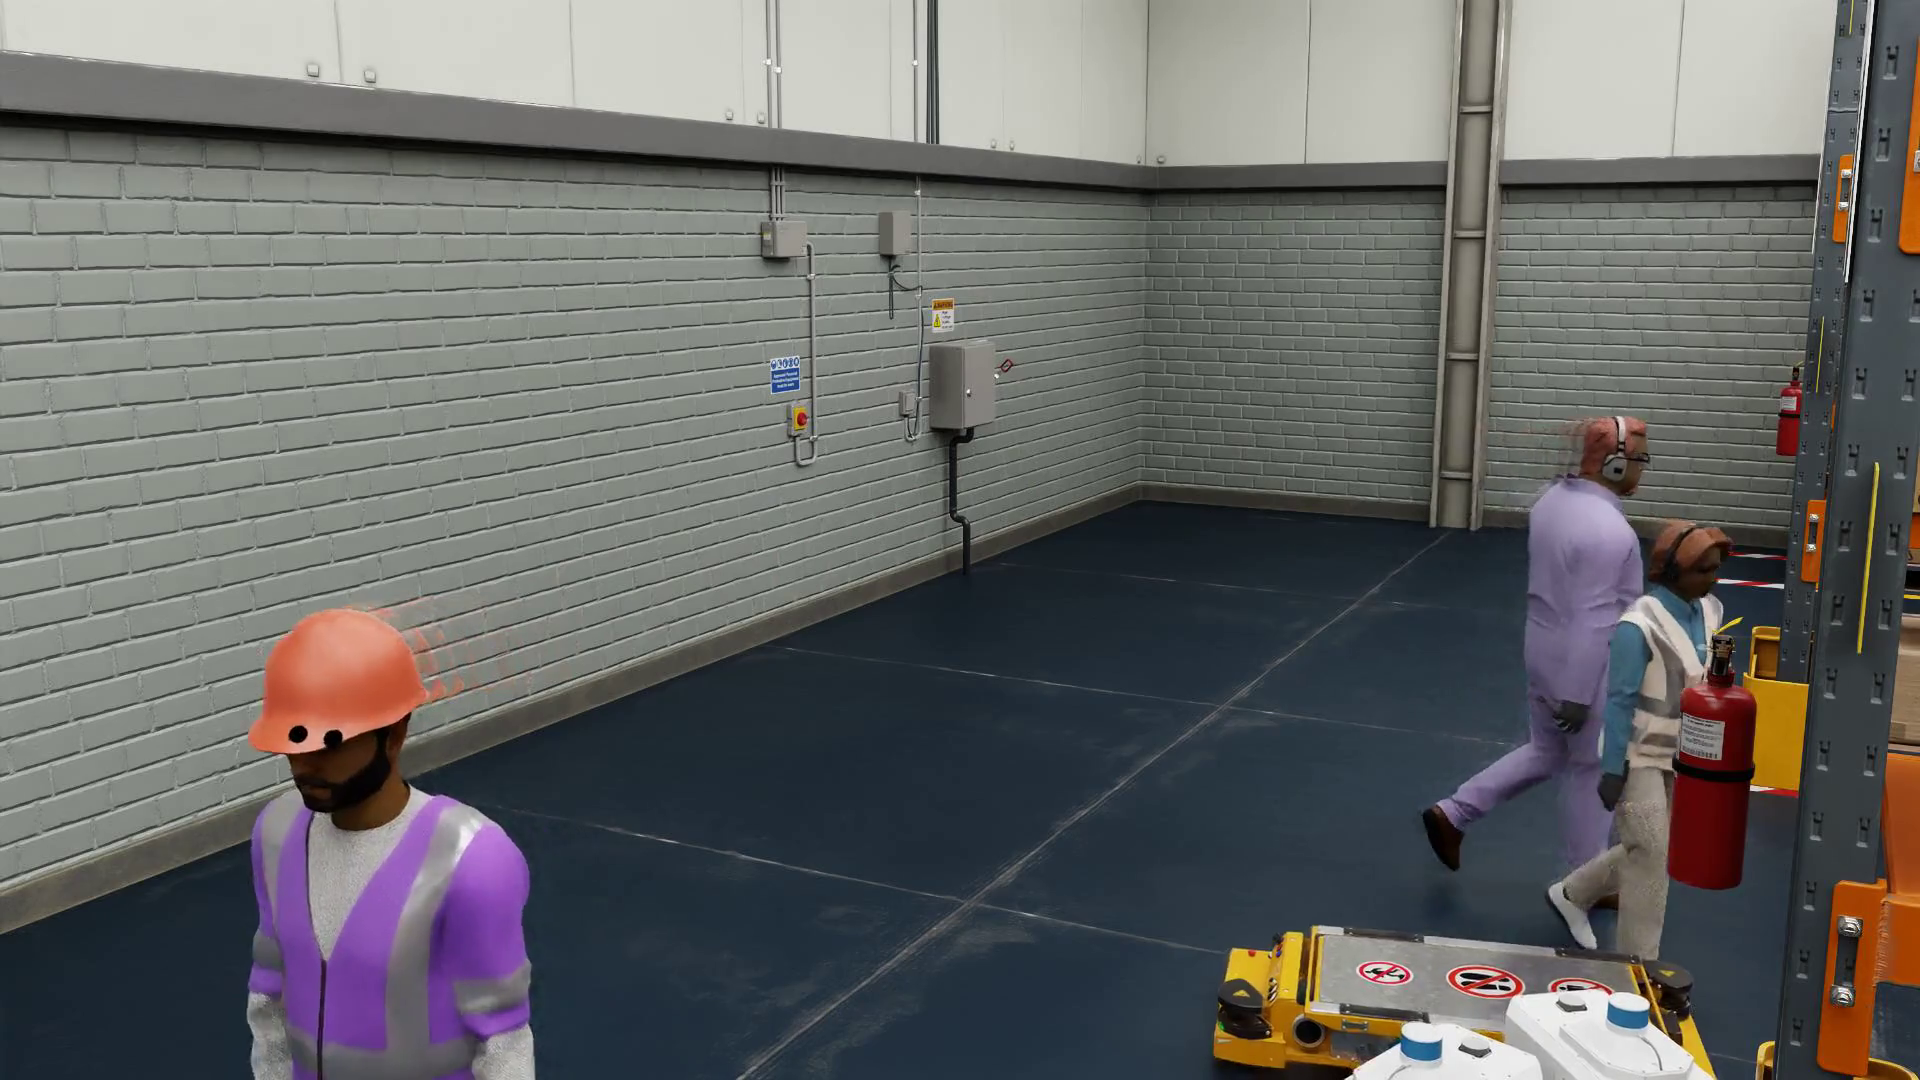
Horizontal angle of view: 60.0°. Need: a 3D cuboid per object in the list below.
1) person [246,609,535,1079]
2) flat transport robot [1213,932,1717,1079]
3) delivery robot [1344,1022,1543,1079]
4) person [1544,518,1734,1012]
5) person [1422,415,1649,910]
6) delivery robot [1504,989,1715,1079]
[{"bbox_3d":[-0.983,1.045,2.884,0.547,1.921,0.451,6,12,28],"label":"person"},{"bbox_3d":[1.537,1.453,5.152,1.431,0.197,0.652,3,11,14],"label":"flat transport robot"},{"bbox_3d":[1.139,1.448,4.145,0.707,0.478,0.477,-9,14,-41],"label":"delivery robot"},{"bbox_3d":[2.231,0.707,5.521,0.536,1.617,0.535,-9,13,-39],"label":"person"},{"bbox_3d":[2.198,0.468,6.159,0.742,1.877,0.648,0,10,-1],"label":"person"},{"bbox_3d":[1.717,1.418,4.308,0.477,0.478,0.707,-2,10,-10],"label":"delivery robot"}]
